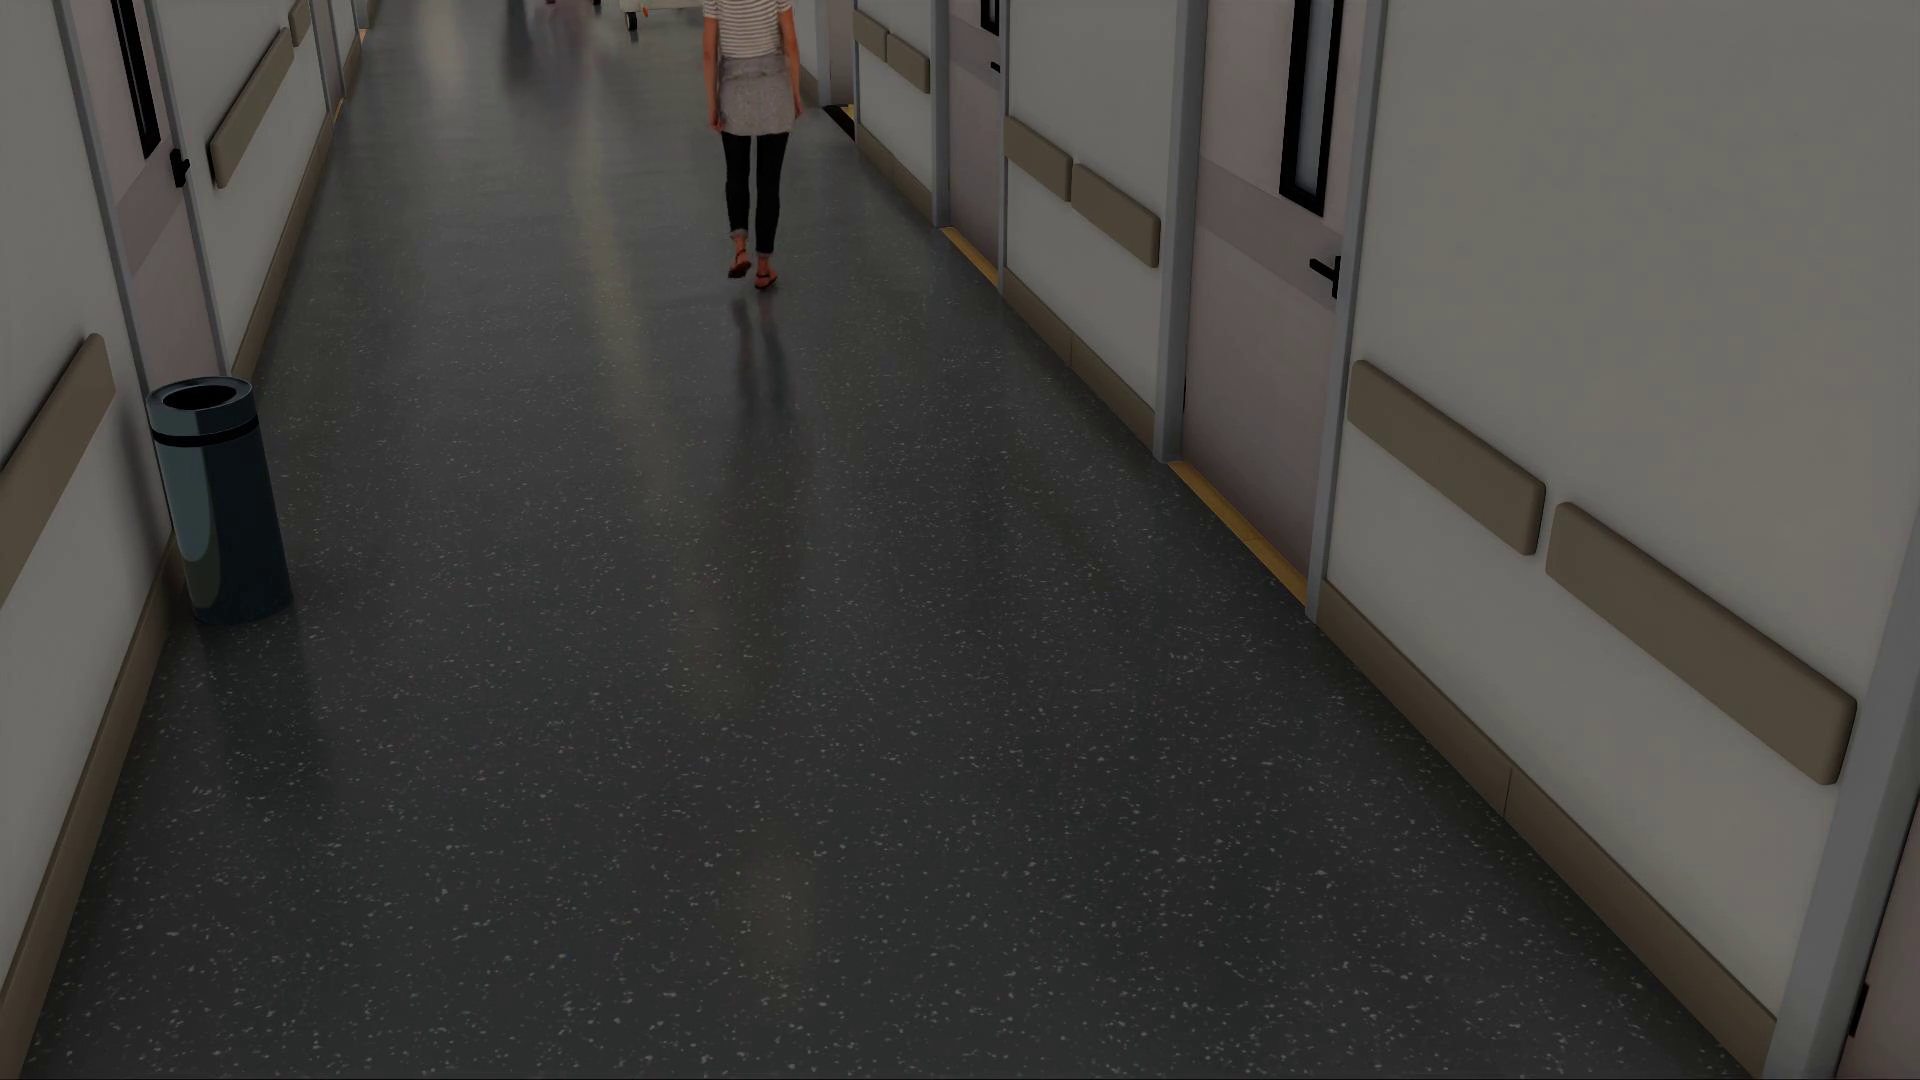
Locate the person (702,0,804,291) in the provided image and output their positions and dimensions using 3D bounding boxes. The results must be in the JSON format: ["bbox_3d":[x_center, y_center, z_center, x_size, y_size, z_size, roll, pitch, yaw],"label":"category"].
[{"bbox_3d":[-0.978,-2.057,7.916,0.671,1.813,0.740,-1,26,-2],"label":"person"}]
